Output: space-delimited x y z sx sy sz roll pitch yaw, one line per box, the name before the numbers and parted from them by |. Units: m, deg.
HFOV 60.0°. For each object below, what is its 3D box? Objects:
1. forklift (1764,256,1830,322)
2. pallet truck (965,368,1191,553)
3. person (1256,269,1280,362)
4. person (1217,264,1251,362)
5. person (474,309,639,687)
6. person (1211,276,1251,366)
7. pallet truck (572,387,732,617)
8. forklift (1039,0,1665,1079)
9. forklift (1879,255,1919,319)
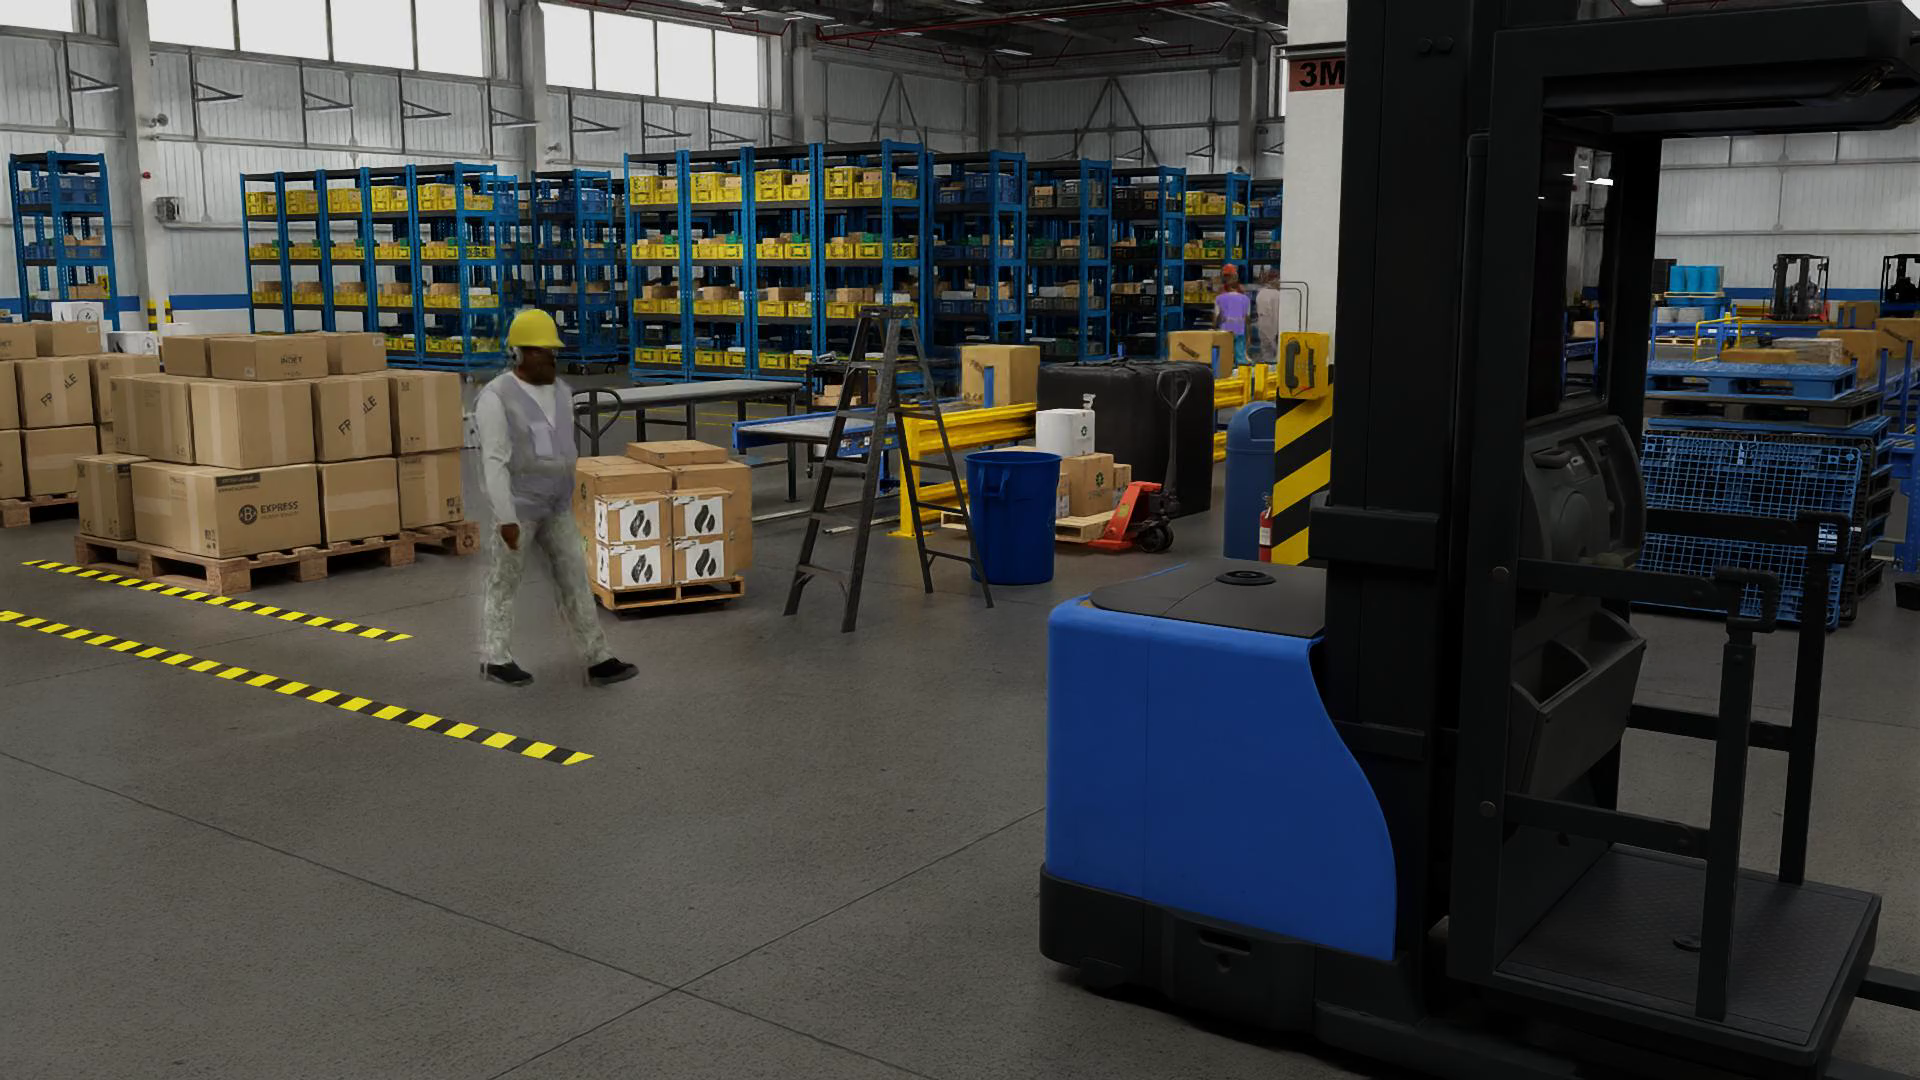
forklift | 20.253 -5.854 40.139 1.157 1.987 2.680 7 12 35
pallet truck | 0.845 -0.609 11.869 1.630 1.274 0.653 7 12 35
person | 4.790 -3.198 25.524 0.443 1.889 0.669 -3 10 -19
person | 4.691 -3.771 28.679 0.623 1.976 0.760 9 13 43
person | -1.930 -0.168 7.772 0.873 1.790 0.623 5 11 30
person | 4.056 -3.029 24.817 0.588 1.797 0.592 -2 10 -10
pallet truck | -1.981 -0.274 10.088 0.680 1.201 1.601 -5 11 -28
forklift | 1.249 -0.137 4.360 1.873 2.768 1.129 7 12 35
forklift | 22.089 -5.634 38.796 1.157 1.987 2.680 6 11 33
